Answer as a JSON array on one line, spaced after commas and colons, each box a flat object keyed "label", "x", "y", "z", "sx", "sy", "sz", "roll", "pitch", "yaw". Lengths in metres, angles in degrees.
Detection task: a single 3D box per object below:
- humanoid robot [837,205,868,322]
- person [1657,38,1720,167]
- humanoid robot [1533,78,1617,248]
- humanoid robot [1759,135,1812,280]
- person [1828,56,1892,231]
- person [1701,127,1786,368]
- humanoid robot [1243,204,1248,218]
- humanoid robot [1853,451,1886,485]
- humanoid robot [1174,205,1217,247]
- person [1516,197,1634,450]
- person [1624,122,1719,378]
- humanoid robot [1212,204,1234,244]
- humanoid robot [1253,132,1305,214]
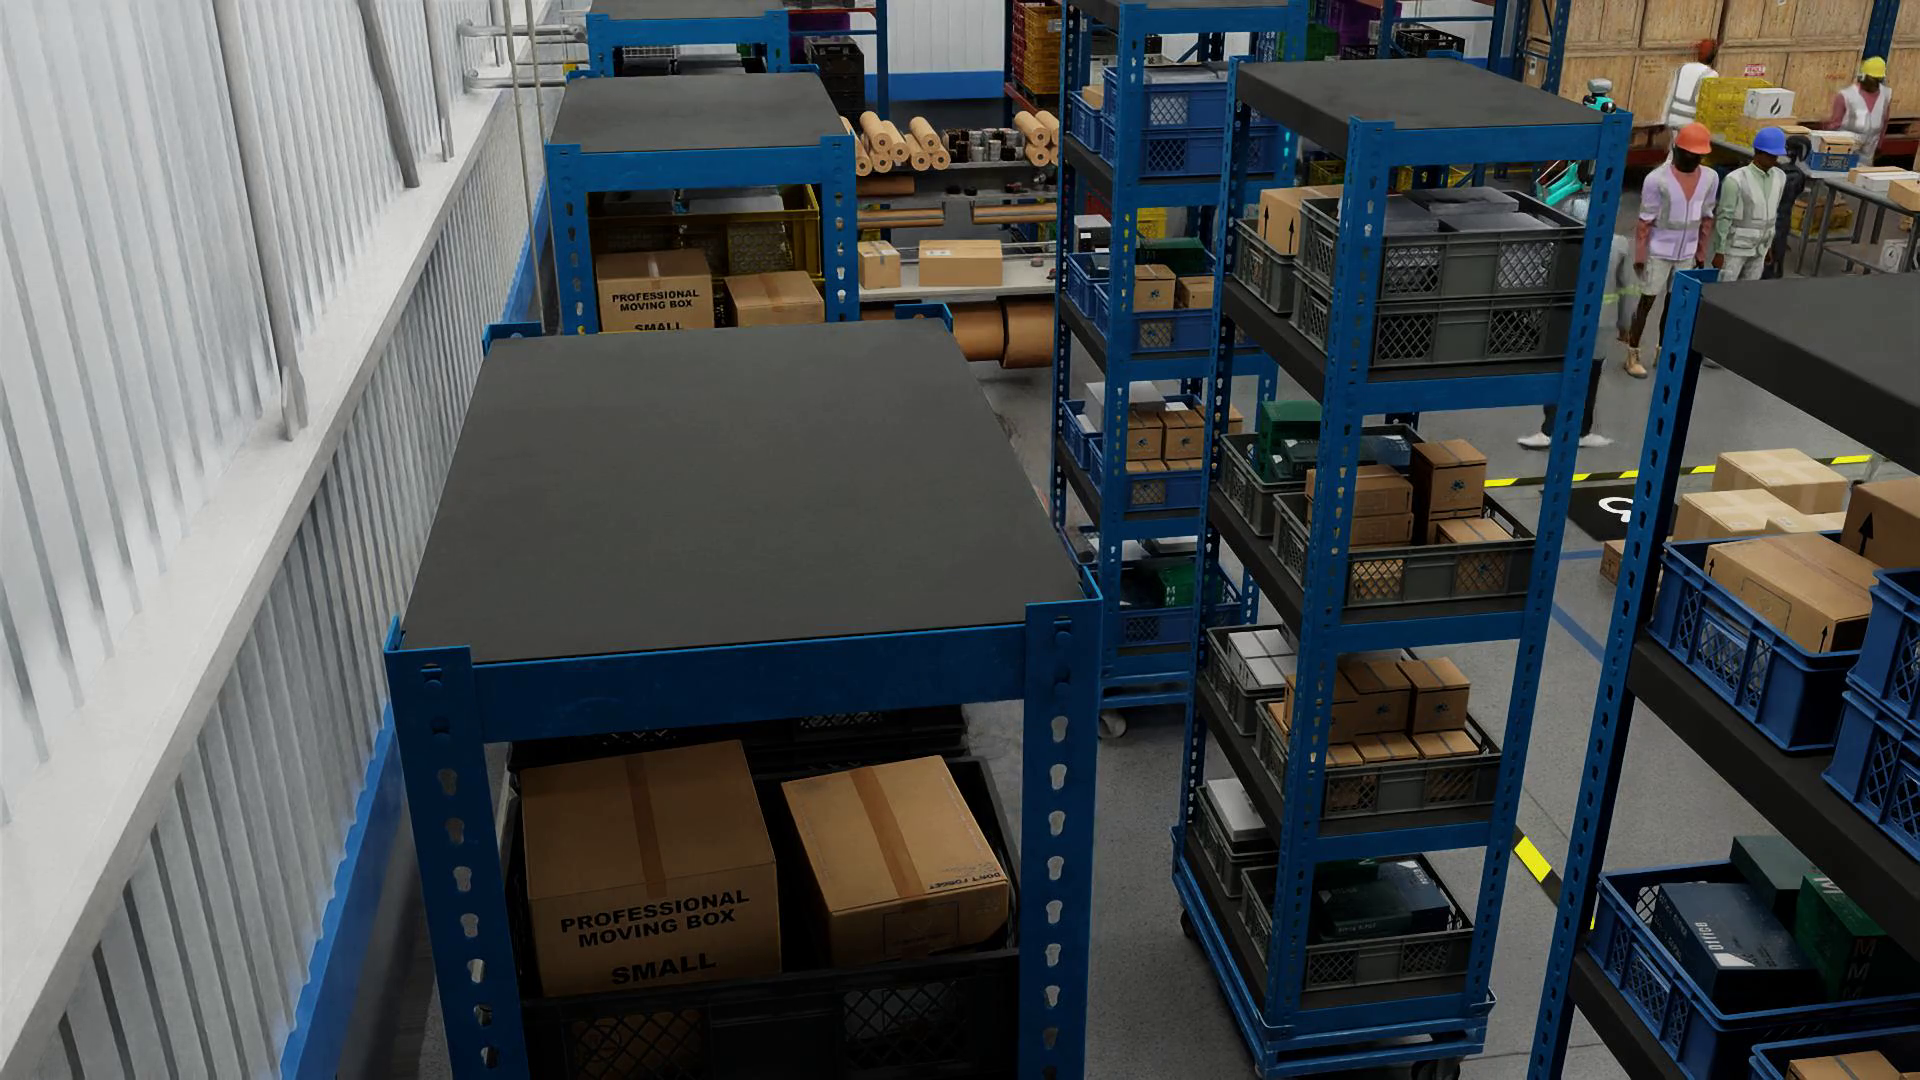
[{"label": "humanoid robot", "x": -1.056, "y": -2.282, "z": 13.519, "sx": 0.886, "sy": 1.774, "sz": 0.545, "roll": -6, "pitch": 25, "yaw": -12}, {"label": "person", "x": 8.063, "y": -4.641, "z": 18.524, "sx": 0.984, "sy": 1.837, "sz": 0.623, "roll": -8, "pitch": 26, "yaw": -17}, {"label": "humanoid robot", "x": 5.983, "y": -3.686, "z": 16.435, "sx": 0.738, "sy": 1.690, "sz": 0.530, "roll": -2, "pitch": 25, "yaw": -4}, {"label": "humanoid robot", "x": 7.115, "y": -2.714, "z": 14.540, "sx": 0.426, "sy": 1.640, "sz": 0.608, "roll": 7, "pitch": 25, "yaw": 14}, {"label": "person", "x": 9.448, "y": -4.205, "z": 17.584, "sx": 0.624, "sy": 1.815, "sz": 0.573, "roll": -1, "pitch": 25, "yaw": -2}, {"label": "person", "x": 6.328, "y": -2.355, "z": 13.411, "sx": 0.613, "sy": 1.943, "sz": 0.403, "roll": -10, "pitch": 26, "yaw": -20}, {"label": "humanoid robot", "x": 2.849, "y": -3.462, "z": 16.119, "sx": 0.551, "sy": 1.807, "sz": 0.801, "roll": 1, "pitch": 25, "yaw": 3}, {"label": "humanoid robot", "x": 6.275, "y": -1.019, "z": 10.797, "sx": 0.968, "sy": 1.772, "sz": 0.538, "roll": -12, "pitch": 27, "yaw": -24}, {"label": "humanoid robot", "x": 2.366, "y": -3.403, "z": 16.007, "sx": 0.598, "sy": 1.655, "sz": 0.389, "roll": -1, "pitch": 25, "yaw": -3}, {"label": "person", "x": 4.389, "y": -1.508, "z": 11.741, "sx": 0.678, "sy": 1.810, "sz": 0.370, "roll": 2, "pitch": 25, "yaw": 4}, {"label": "person", "x": 5.621, "y": -2.272, "z": 13.133, "sx": 0.598, "sy": 2.035, "sz": 0.395, "roll": -3, "pitch": 25, "yaw": -6}, {"label": "humanoid robot", "x": 2.628, "y": -3.823, "z": 16.875, "sx": 0.543, "sy": 1.814, "sz": 0.758, "roll": 16, "pitch": 29, "yaw": 32}, {"label": "humanoid robot", "x": 3.014, "y": -3.149, "z": 15.352, "sx": 0.535, "sy": 1.771, "sz": 0.724, "roll": -8, "pitch": 26, "yaw": -17}]
